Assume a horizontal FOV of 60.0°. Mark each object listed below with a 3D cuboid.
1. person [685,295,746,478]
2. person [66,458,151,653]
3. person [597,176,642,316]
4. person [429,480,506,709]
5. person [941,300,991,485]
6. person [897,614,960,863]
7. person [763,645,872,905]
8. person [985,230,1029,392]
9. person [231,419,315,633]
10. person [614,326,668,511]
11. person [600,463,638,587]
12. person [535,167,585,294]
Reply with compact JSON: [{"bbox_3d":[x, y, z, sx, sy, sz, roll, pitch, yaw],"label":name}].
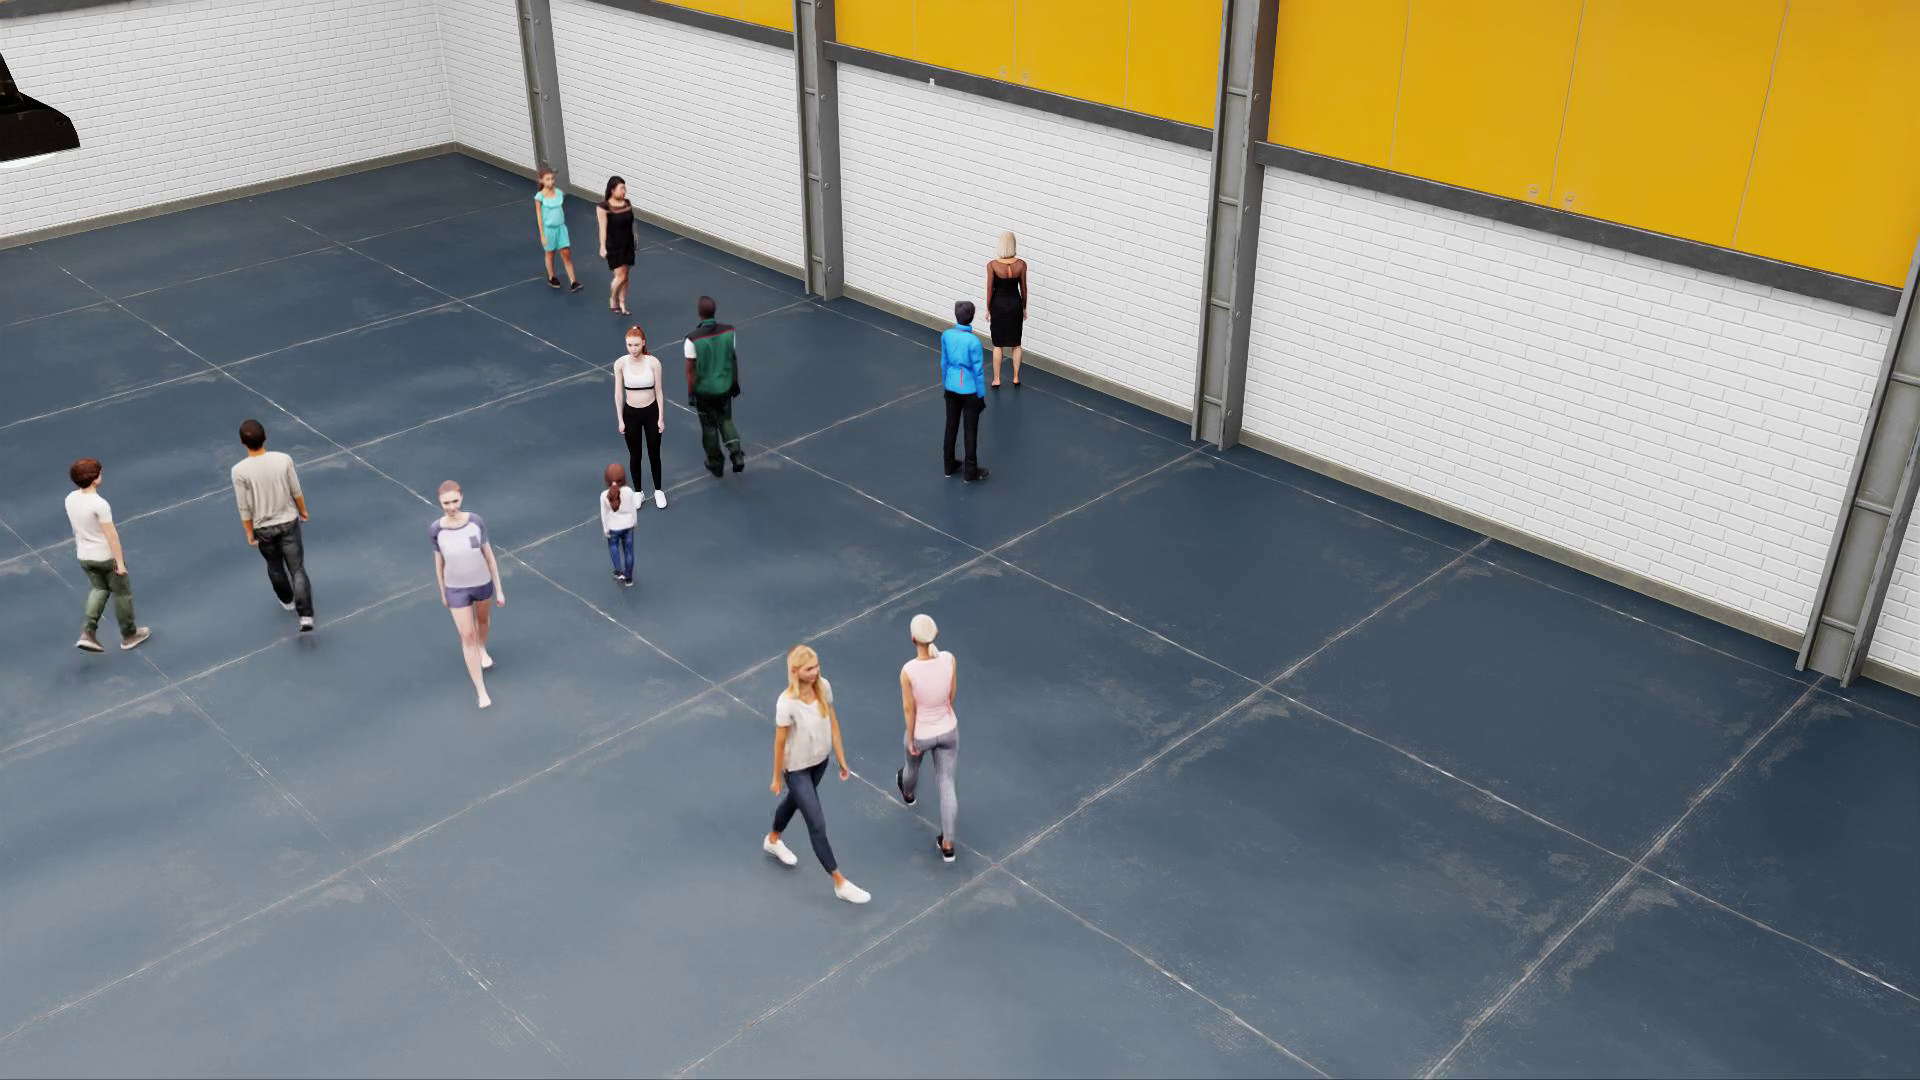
[{"bbox_3d":[-2.273,-1.378,15.558,0.762,1.826,0.913,-18,34,-30],"label":"person"},{"bbox_3d":[-6.732,0.173,12.910,0.911,1.639,0.887,12,31,20],"label":"person"},{"bbox_3d":[-4.049,-3.421,19.437,0.671,1.699,0.709,20,34,32],"label":"person"},{"bbox_3d":[-3.709,0.321,12.559,0.864,1.716,1.202,-12,31,-21],"label":"person"},{"bbox_3d":[0.014,-1.402,15.637,0.517,1.794,0.710,19,34,31],"label":"person"},{"bbox_3d":[-0.151,1.312,10.788,0.930,1.673,1.188,-8,30,-14],"label":"person"},{"bbox_3d":[-1.041,1.417,10.503,1.193,1.760,0.722,19,34,31],"label":"person"},{"bbox_3d":[0.489,-2.416,17.544,0.672,1.747,0.700,-4,29,-7],"label":"person"},{"bbox_3d":[-5.417,-0.086,13.237,0.870,1.781,1.196,-15,32,-25],"label":"person"},{"bbox_3d":[-2.901,-1.115,15.164,0.672,1.741,0.704,-4,29,-8],"label":"person"},{"bbox_3d":[-2.853,-0.114,13.996,0.531,1.104,0.582,-8,30,-15],"label":"person"},{"bbox_3d":[-4.999,-3.782,20.281,0.637,1.525,1.008,-20,35,-33],"label":"person"}]
